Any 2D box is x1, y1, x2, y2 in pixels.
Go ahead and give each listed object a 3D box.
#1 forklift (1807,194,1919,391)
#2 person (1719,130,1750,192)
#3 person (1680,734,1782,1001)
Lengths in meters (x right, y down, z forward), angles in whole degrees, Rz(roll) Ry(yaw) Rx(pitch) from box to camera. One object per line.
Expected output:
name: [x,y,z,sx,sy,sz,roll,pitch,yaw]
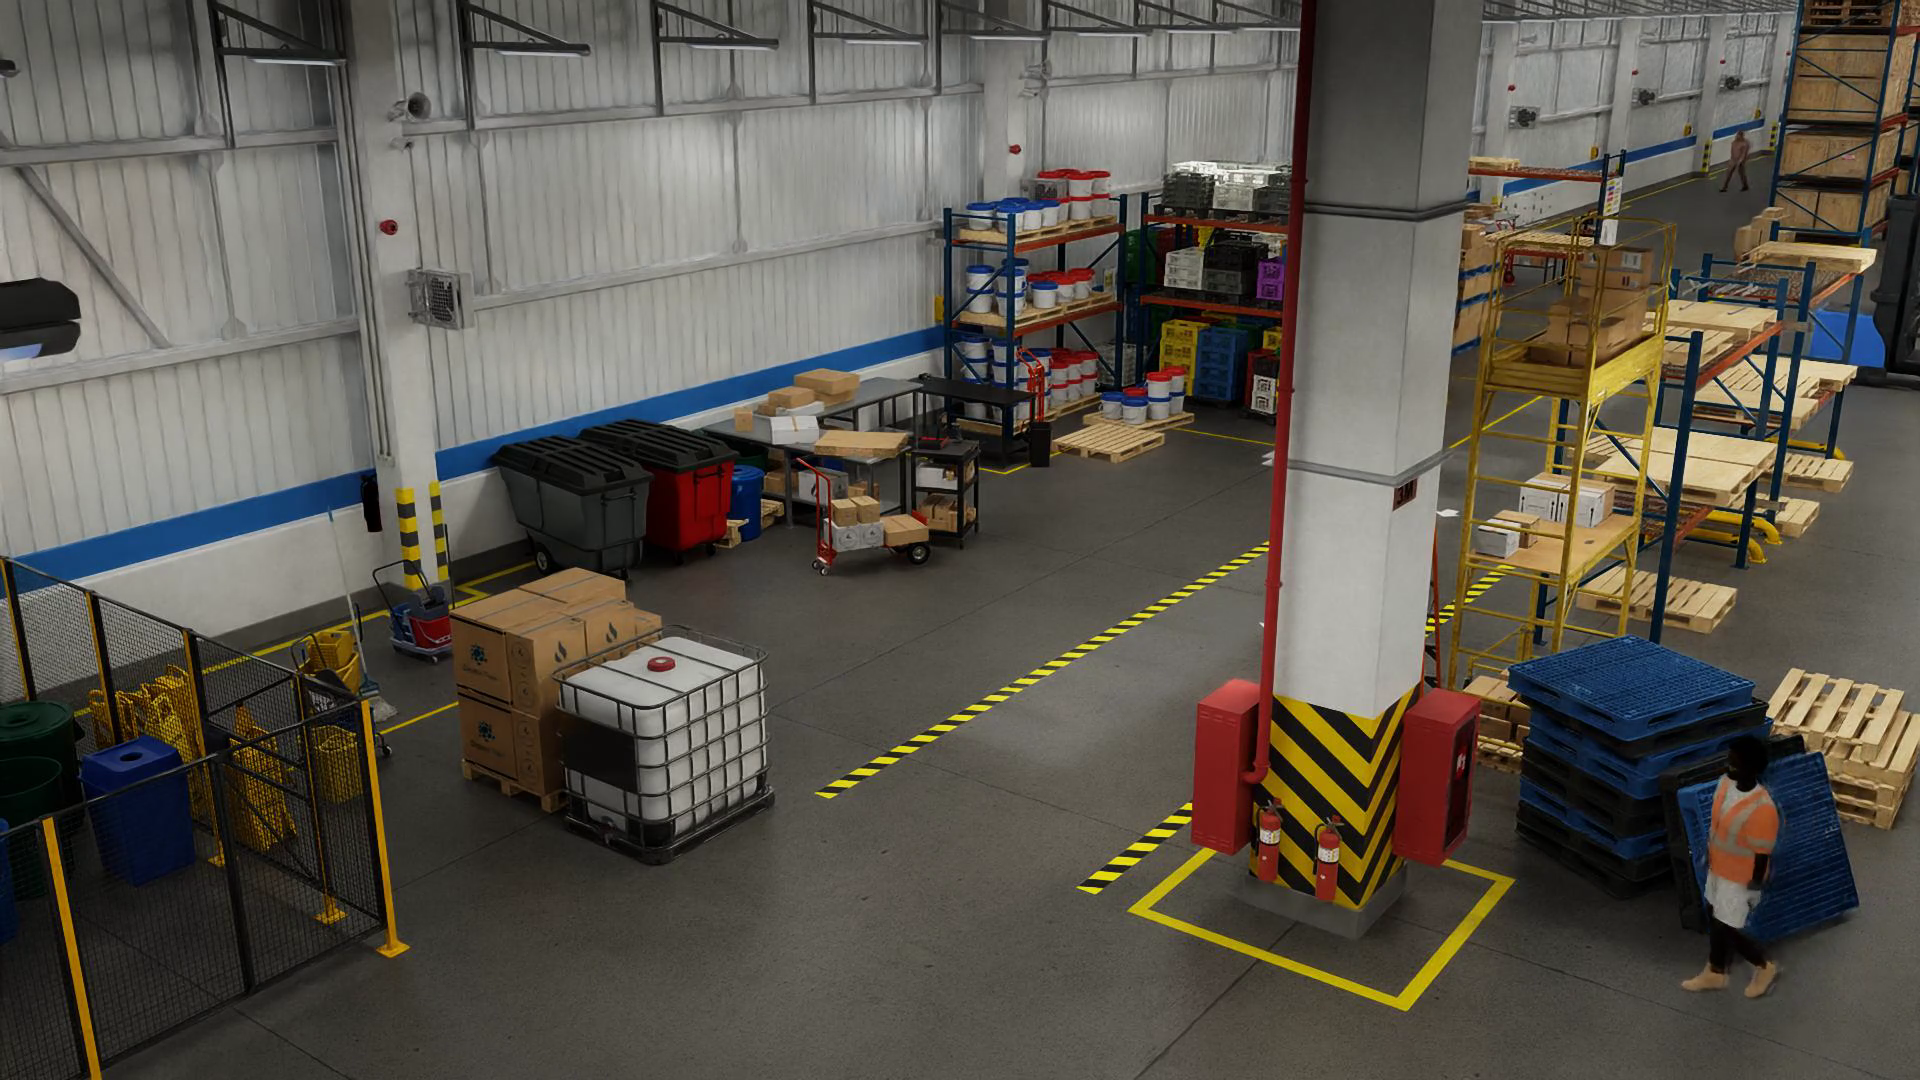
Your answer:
forklift: [14.147,-3.795,25.234,1.873,2.768,1.129,13,22,34]
person: [23.660,-11.517,50.500,0.979,1.865,0.649,-9,20,-26]
person: [4.525,1.915,9.649,0.421,1.688,0.536,0,18,0]
